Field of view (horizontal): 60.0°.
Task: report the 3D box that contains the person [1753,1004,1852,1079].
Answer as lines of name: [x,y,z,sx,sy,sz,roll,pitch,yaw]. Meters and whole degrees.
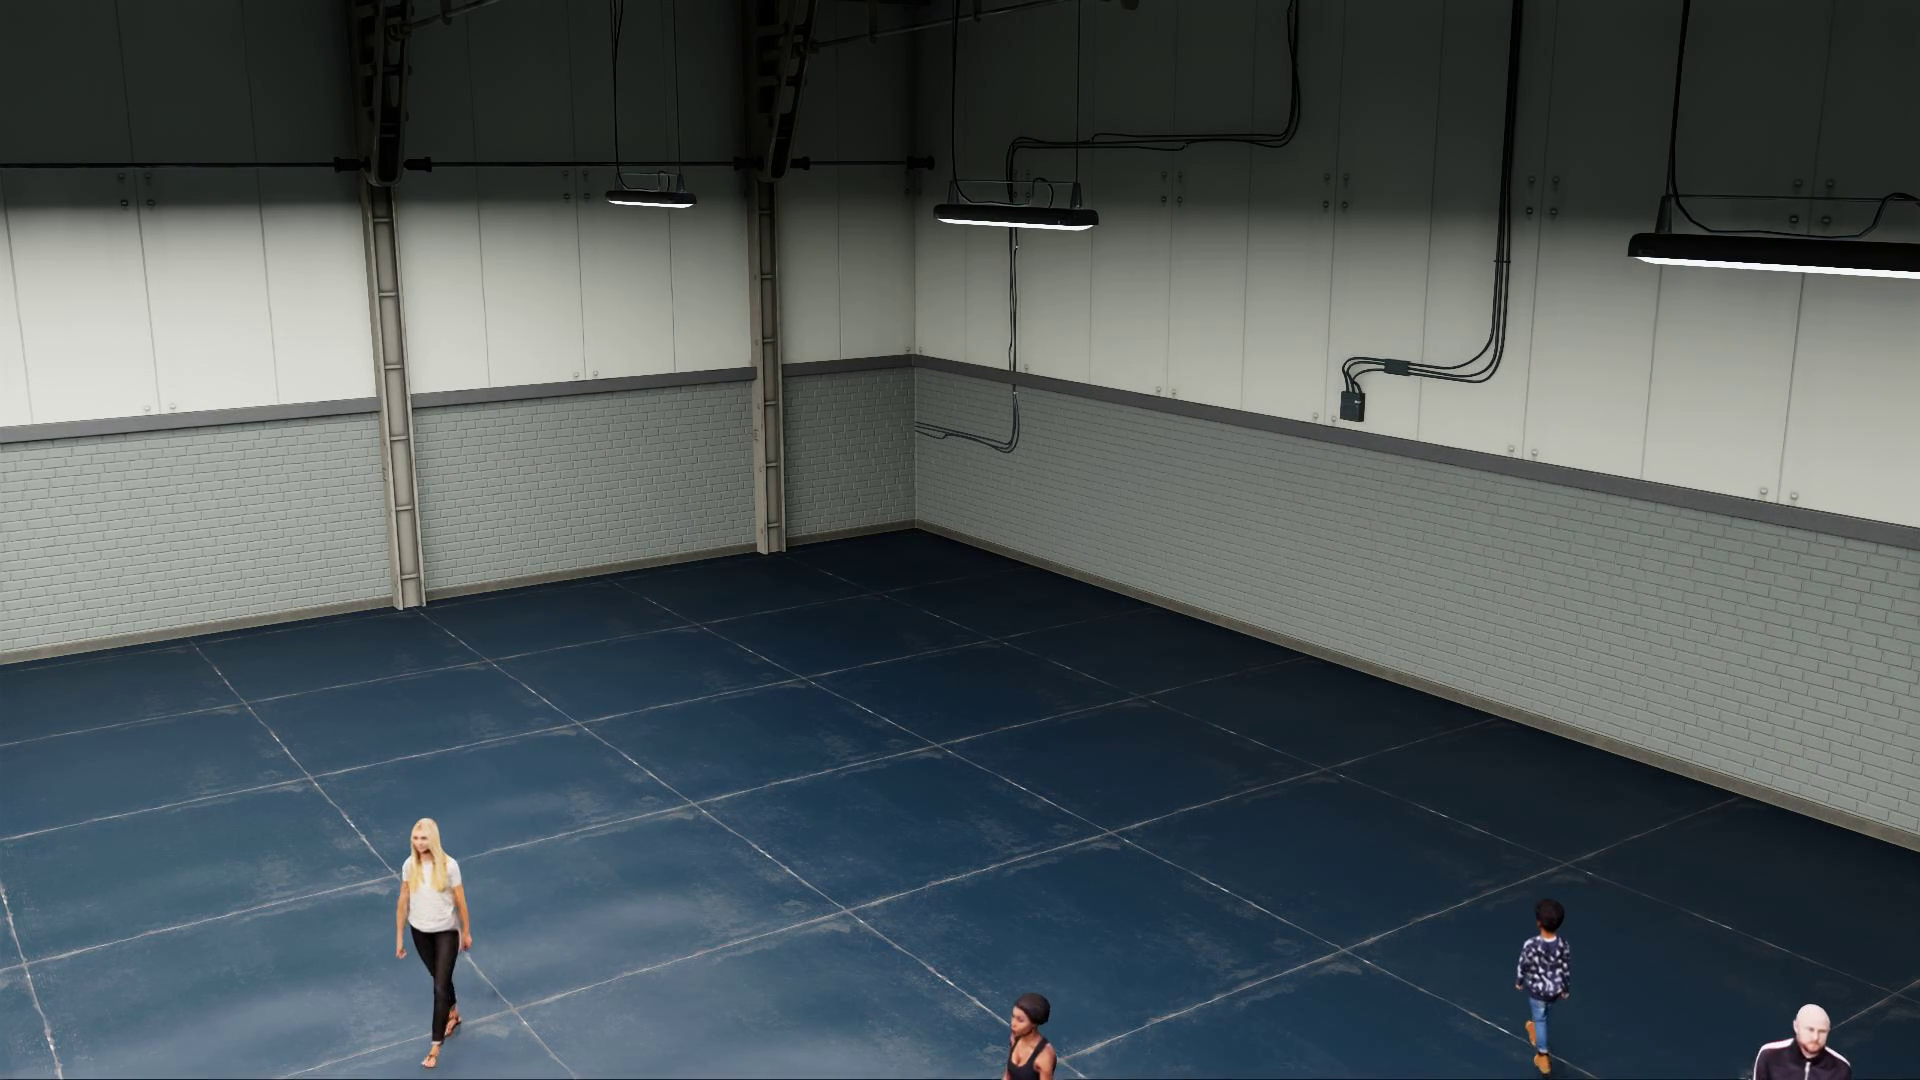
person: [4.744,3.460,9.541,1.048,1.803,1.272,6,14,24]

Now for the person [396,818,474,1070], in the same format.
person: [-3.800,2.863,12.158,1.144,1.785,1.152,1,13,4]

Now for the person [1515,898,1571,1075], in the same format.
person: [4.194,3.209,11.915,0.853,1.221,0.847,0,13,0]

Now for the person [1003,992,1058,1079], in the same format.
person: [0.498,3.465,9.877,1.233,1.641,0.739,-6,14,-24]
